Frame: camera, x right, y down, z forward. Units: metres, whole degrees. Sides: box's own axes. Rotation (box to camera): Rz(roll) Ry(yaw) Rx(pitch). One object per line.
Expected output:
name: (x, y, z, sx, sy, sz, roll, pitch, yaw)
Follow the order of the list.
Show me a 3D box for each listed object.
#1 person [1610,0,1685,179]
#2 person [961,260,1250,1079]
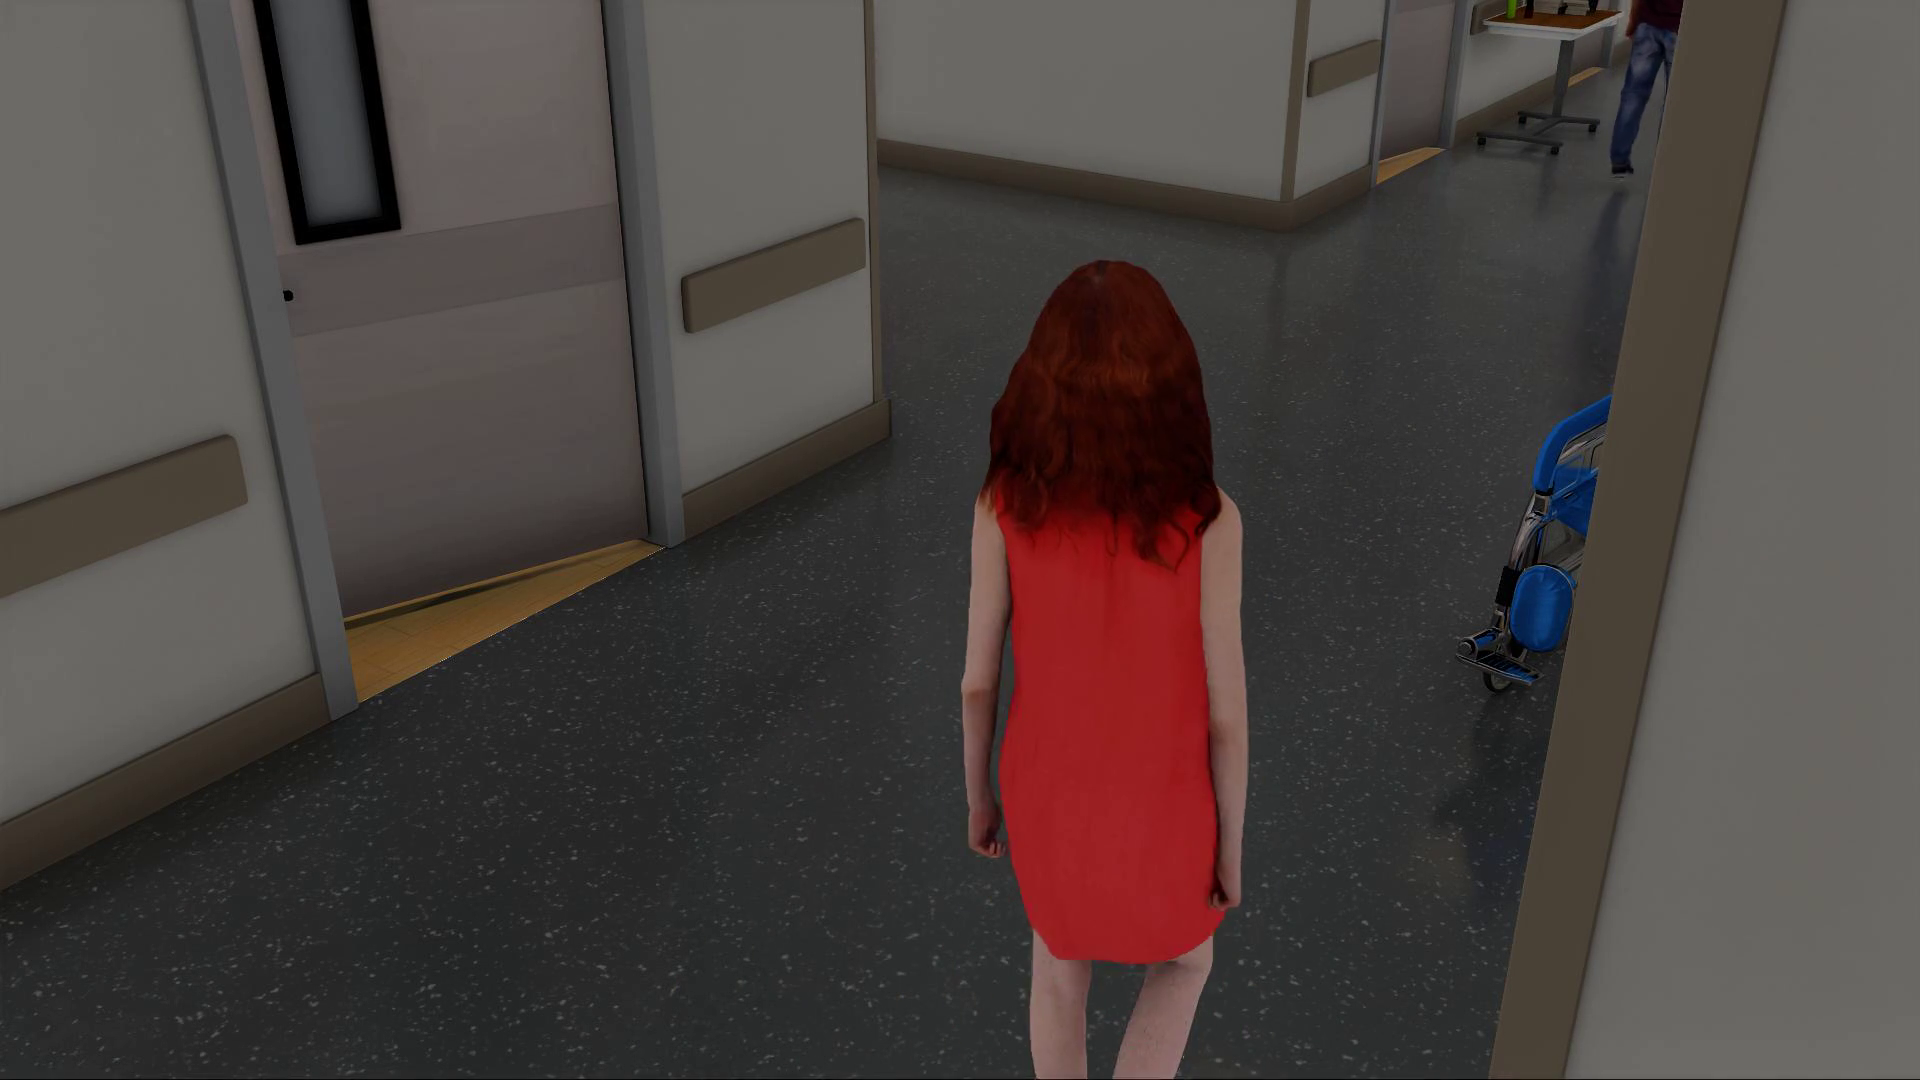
person: (4.168, -3.023, 9.869, 0.700, 1.810, 1.150, 19, 32, 34)
person: (0.208, 0.495, 2.570, 0.749, 1.814, 0.895, 9, 27, 17)
